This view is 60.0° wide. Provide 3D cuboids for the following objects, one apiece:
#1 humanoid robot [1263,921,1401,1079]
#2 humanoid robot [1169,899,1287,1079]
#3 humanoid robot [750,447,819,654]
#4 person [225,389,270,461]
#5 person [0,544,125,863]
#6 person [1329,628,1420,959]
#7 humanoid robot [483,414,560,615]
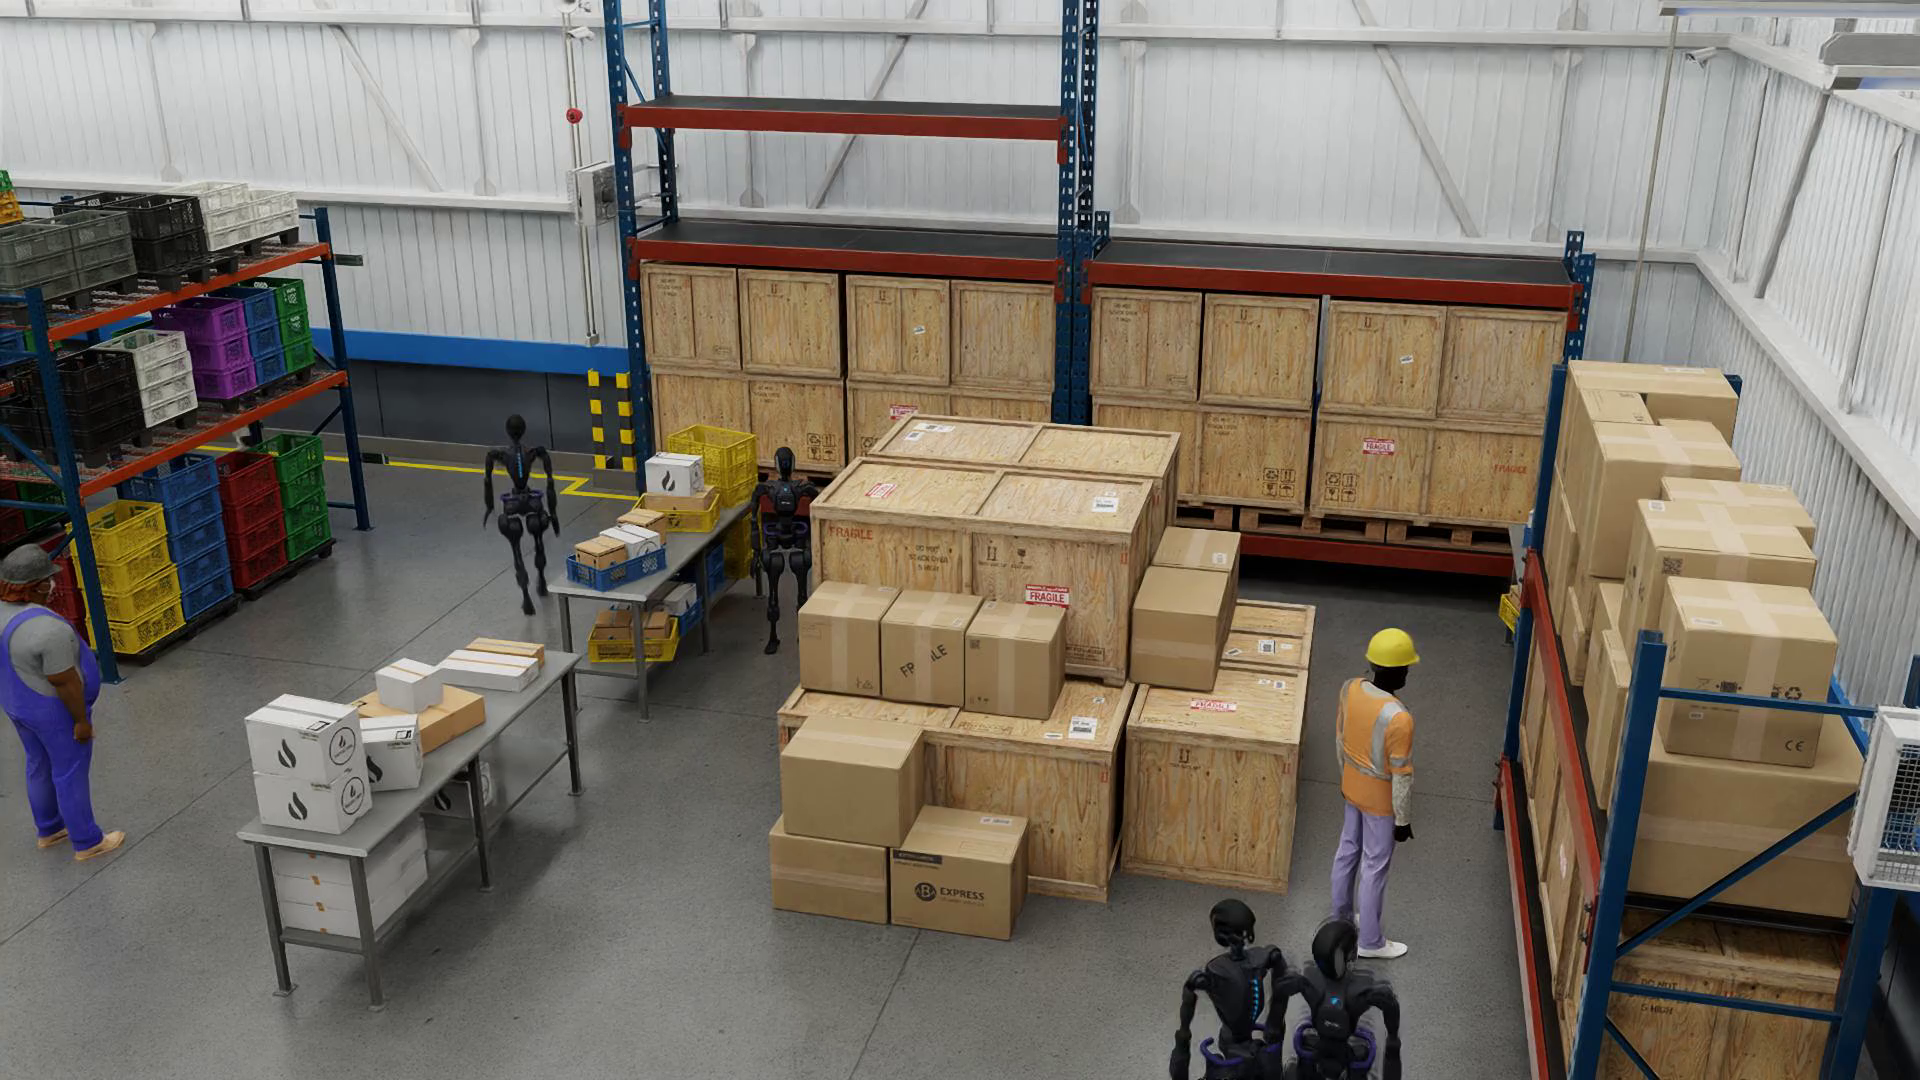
[{"bbox_3d":[1.605,2.295,7.140,0.559,1.623,0.739,8,22,20],"label":"humanoid robot"},{"bbox_3d":[1.178,2.274,7.133,0.607,1.644,0.358,-9,23,-23],"label":"humanoid robot"},{"bbox_3d":[-1.334,0.081,12.839,0.589,1.660,0.327,-3,21,-9],"label":"humanoid robot"},{"bbox_3d":[-6.692,-1.105,15.728,0.571,1.854,0.574,-2,21,-6],"label":"person"},{"bbox_3d":[-5.456,0.966,10.041,0.679,2.000,0.536,11,24,27],"label":"person"},{"bbox_3d":[2.274,1.380,9.109,0.364,1.929,0.585,-8,23,-21],"label":"person"},{"bbox_3d":[-3.642,-0.249,13.758,0.576,1.632,0.696,-9,23,-21],"label":"humanoid robot"}]
